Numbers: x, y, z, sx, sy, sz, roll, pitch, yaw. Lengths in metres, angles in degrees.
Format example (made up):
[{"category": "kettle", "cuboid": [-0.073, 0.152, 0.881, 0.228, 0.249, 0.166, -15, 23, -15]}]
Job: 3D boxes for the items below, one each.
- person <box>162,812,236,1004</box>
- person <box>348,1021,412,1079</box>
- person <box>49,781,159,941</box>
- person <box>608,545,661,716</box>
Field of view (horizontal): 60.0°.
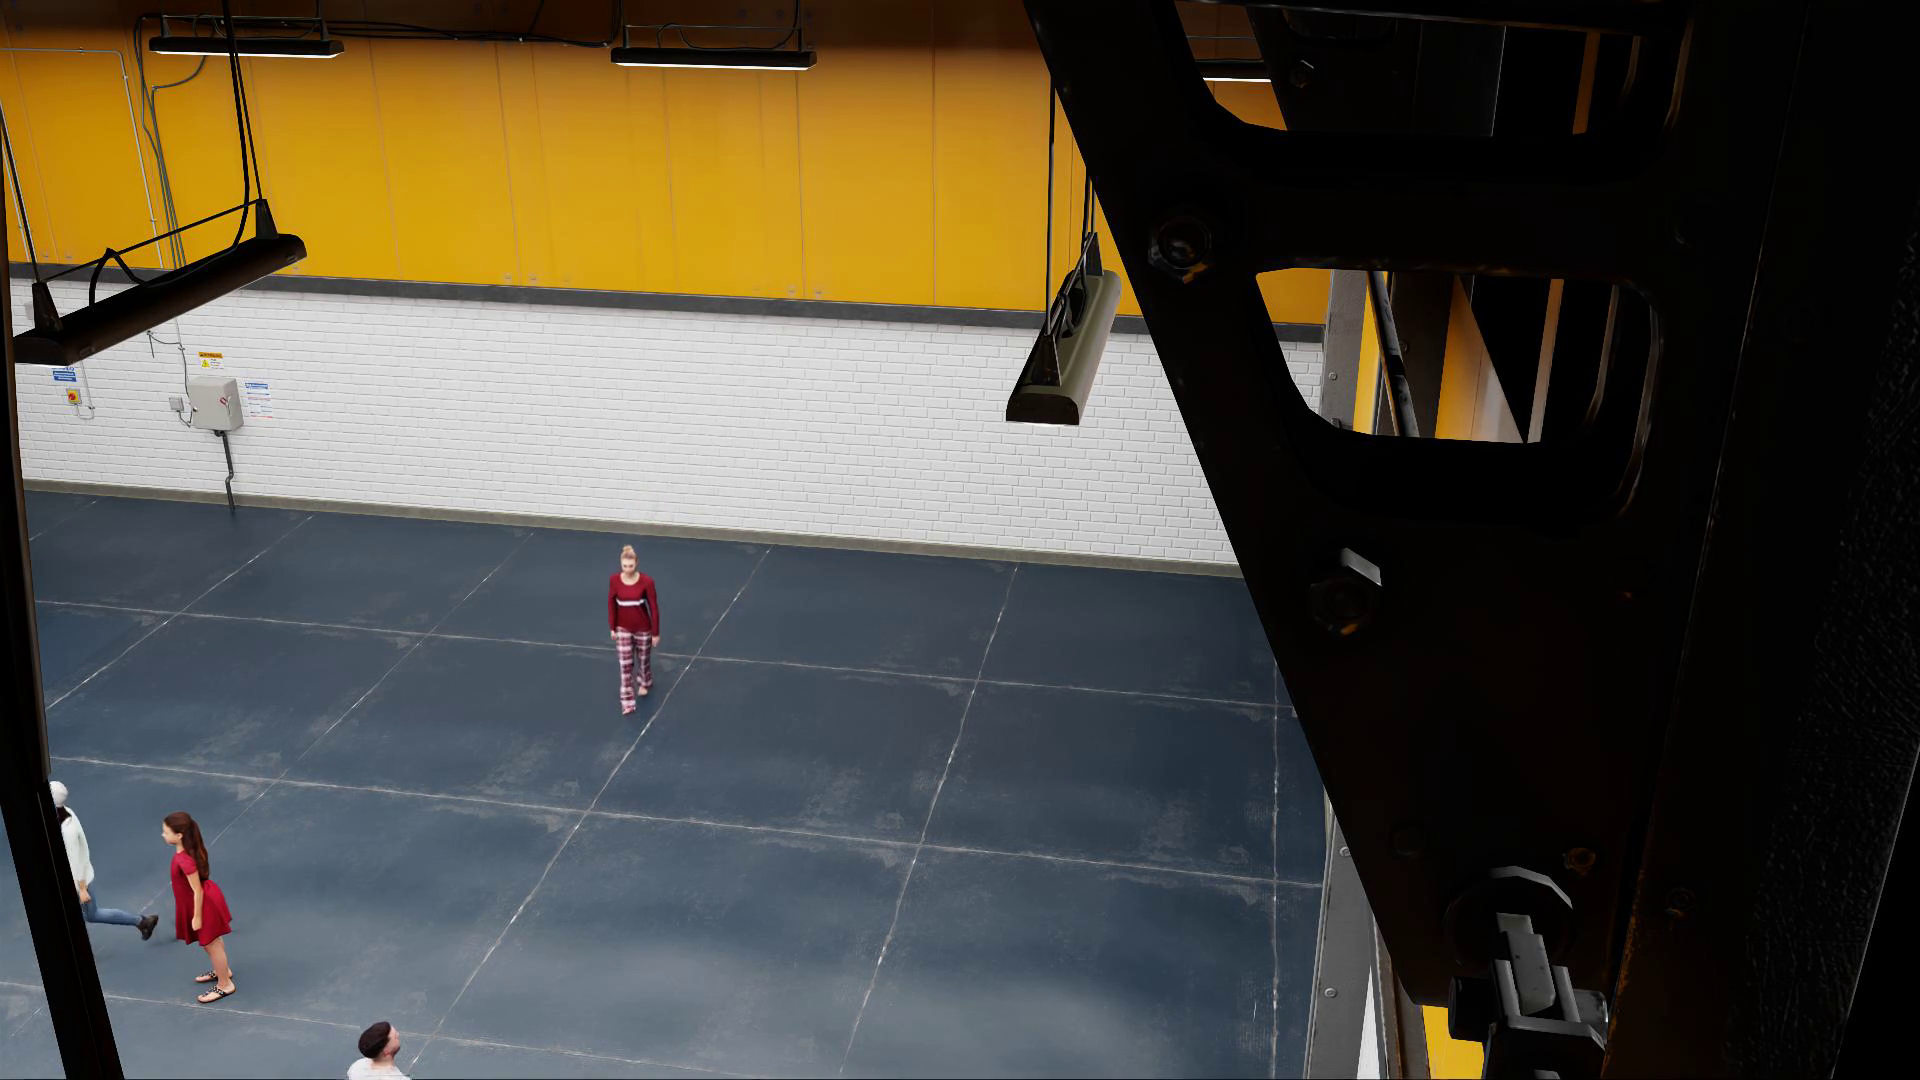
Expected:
[{"category": "person", "cuboid": [-5.581, 2.658, 12.205, 0.732, 1.552, 0.672, -11, 26, -23]}, {"category": "person", "cuboid": [-3.325, 3.595, 9.723, 0.887, 1.823, 1.033, 14, 27, 30]}, {"category": "person", "cuboid": [-6.540, 2.499, 12.474, 1.075, 1.627, 0.985, -17, 29, -33]}, {"category": "person", "cuboid": [-3.167, 0.832, 16.242, 0.826, 1.664, 1.107, -2, 24, -4]}]
